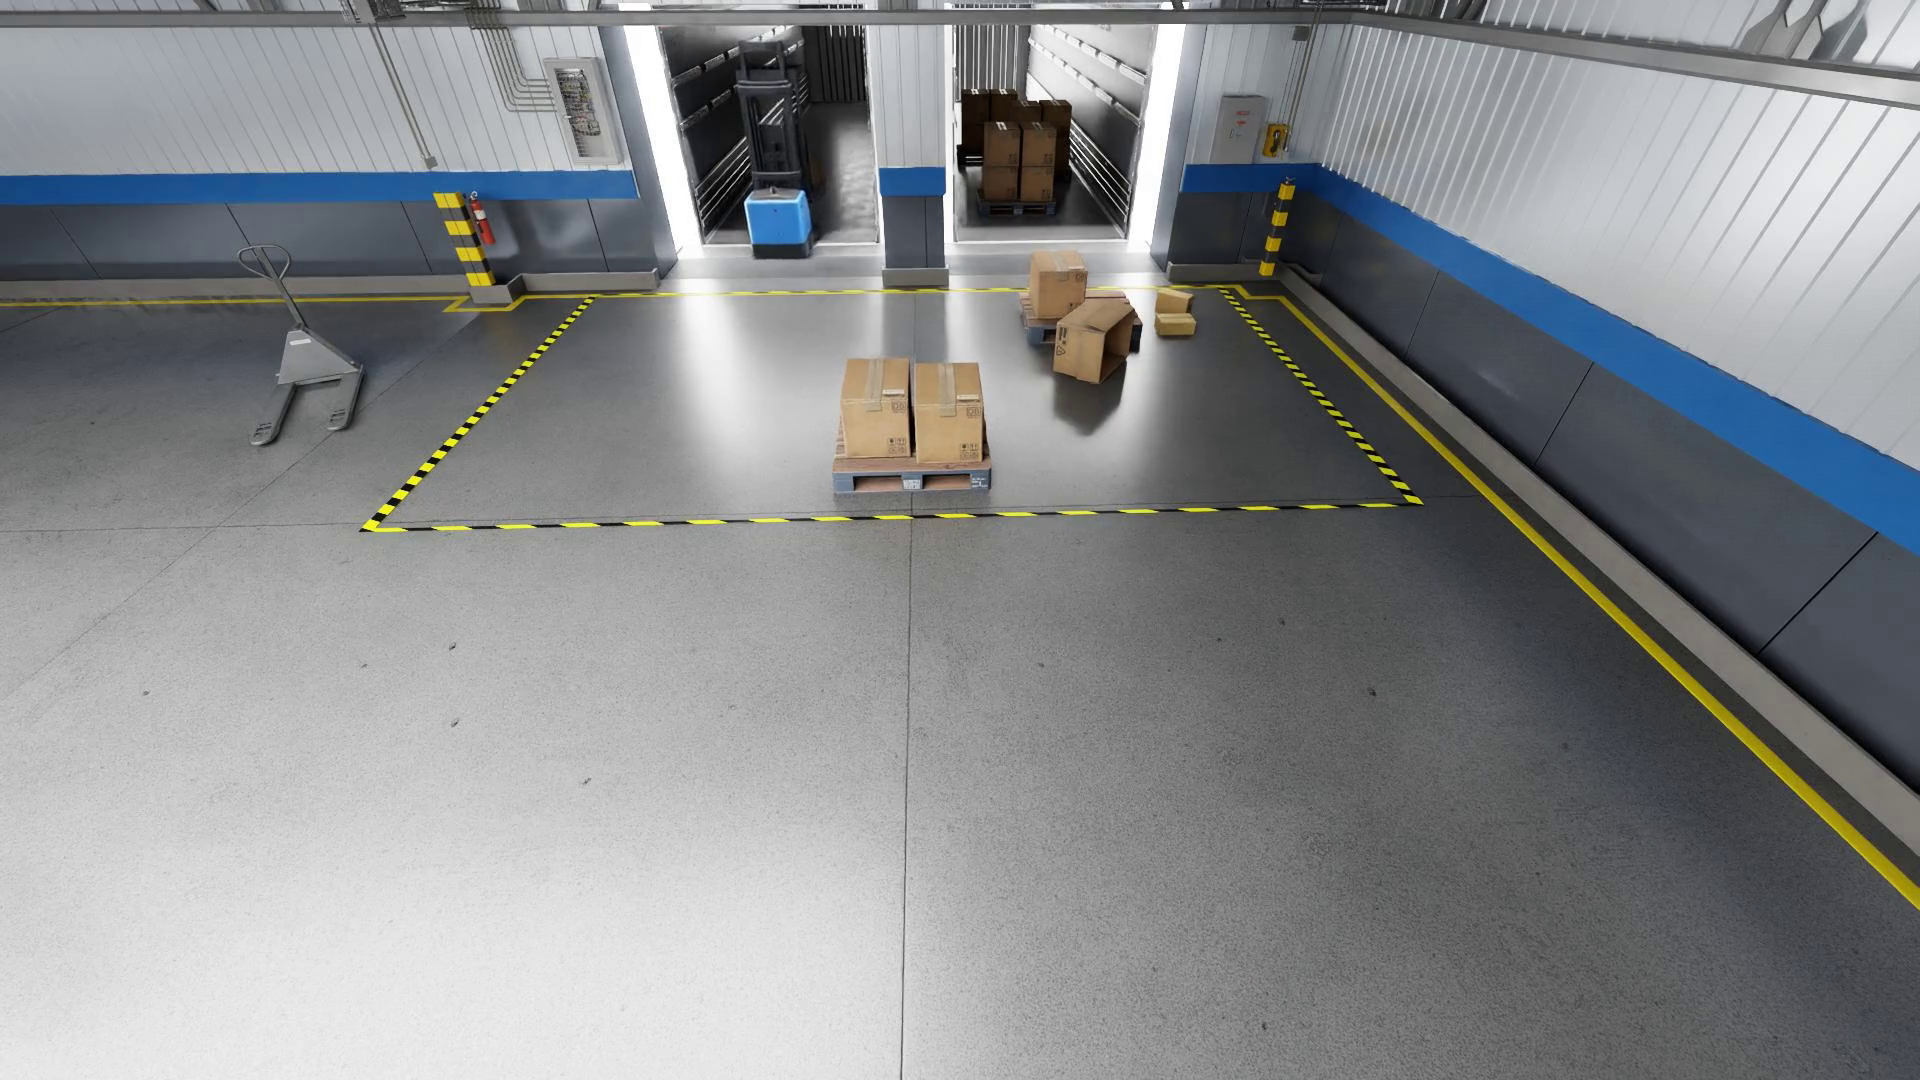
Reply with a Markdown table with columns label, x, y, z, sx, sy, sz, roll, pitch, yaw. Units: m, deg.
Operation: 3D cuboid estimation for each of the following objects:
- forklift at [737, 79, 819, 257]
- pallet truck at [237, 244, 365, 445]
| label | x | y | z | sx | sy | sz | roll | pitch | yaw |
| --- | --- | --- | --- | --- | --- | --- | --- | --- | --- |
| forklift | -2.449 | -4.833 | 9.627 | 0.716 | 2.013 | 0.776 | -1 | 38 | -1 |
| pallet truck | -5.915 | -1.733 | 6.366 | 0.680 | 1.201 | 1.601 | -18 | 42 | -21 |
